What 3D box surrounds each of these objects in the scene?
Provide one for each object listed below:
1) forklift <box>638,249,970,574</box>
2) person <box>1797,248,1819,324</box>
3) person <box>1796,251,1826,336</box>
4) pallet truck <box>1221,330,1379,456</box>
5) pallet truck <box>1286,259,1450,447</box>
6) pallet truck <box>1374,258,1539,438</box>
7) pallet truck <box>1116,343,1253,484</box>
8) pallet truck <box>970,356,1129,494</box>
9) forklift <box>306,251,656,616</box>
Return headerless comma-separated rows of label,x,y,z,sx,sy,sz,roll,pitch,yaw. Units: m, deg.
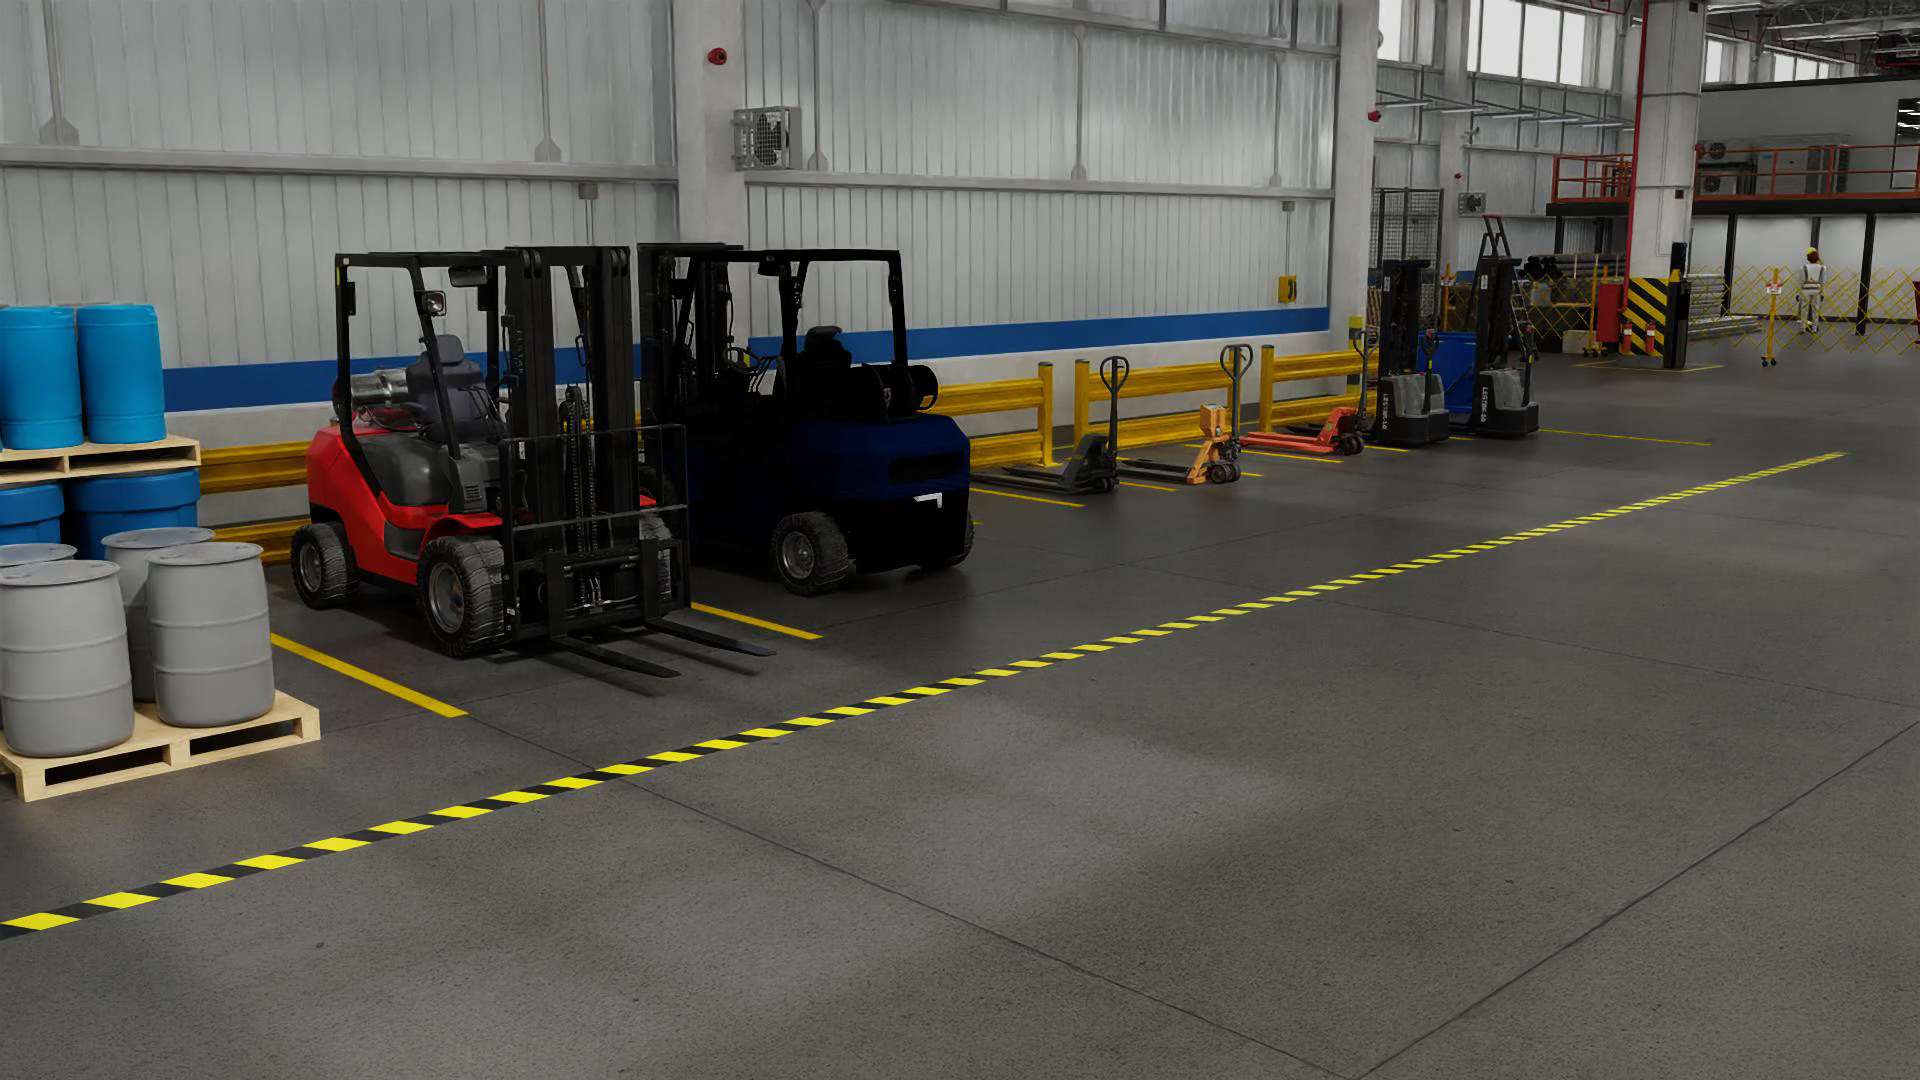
forklift,-1.173,-0.958,11.239,2.680,1.987,1.157,10,14,43
person,21.558,-6.458,42.273,0.374,1.923,0.595,2,11,13
person,19.069,-5.523,37.287,0.584,1.882,0.339,2,11,10
pallet truck,3.563,-1.581,17.381,0.653,1.274,1.630,-10,14,-44
pallet truck,4.493,-2.078,18.196,0.823,1.965,1.885,-9,14,-40
pallet truck,5.704,-2.208,18.901,1.885,1.965,0.823,10,14,43
pallet truck,1.962,-1.215,15.415,1.522,1.261,0.704,10,14,43
pallet truck,0.784,-1.085,14.876,0.680,1.201,1.601,-10,14,-44
forklift,-2.833,-0.669,9.694,1.157,1.987,2.680,-10,14,-44
